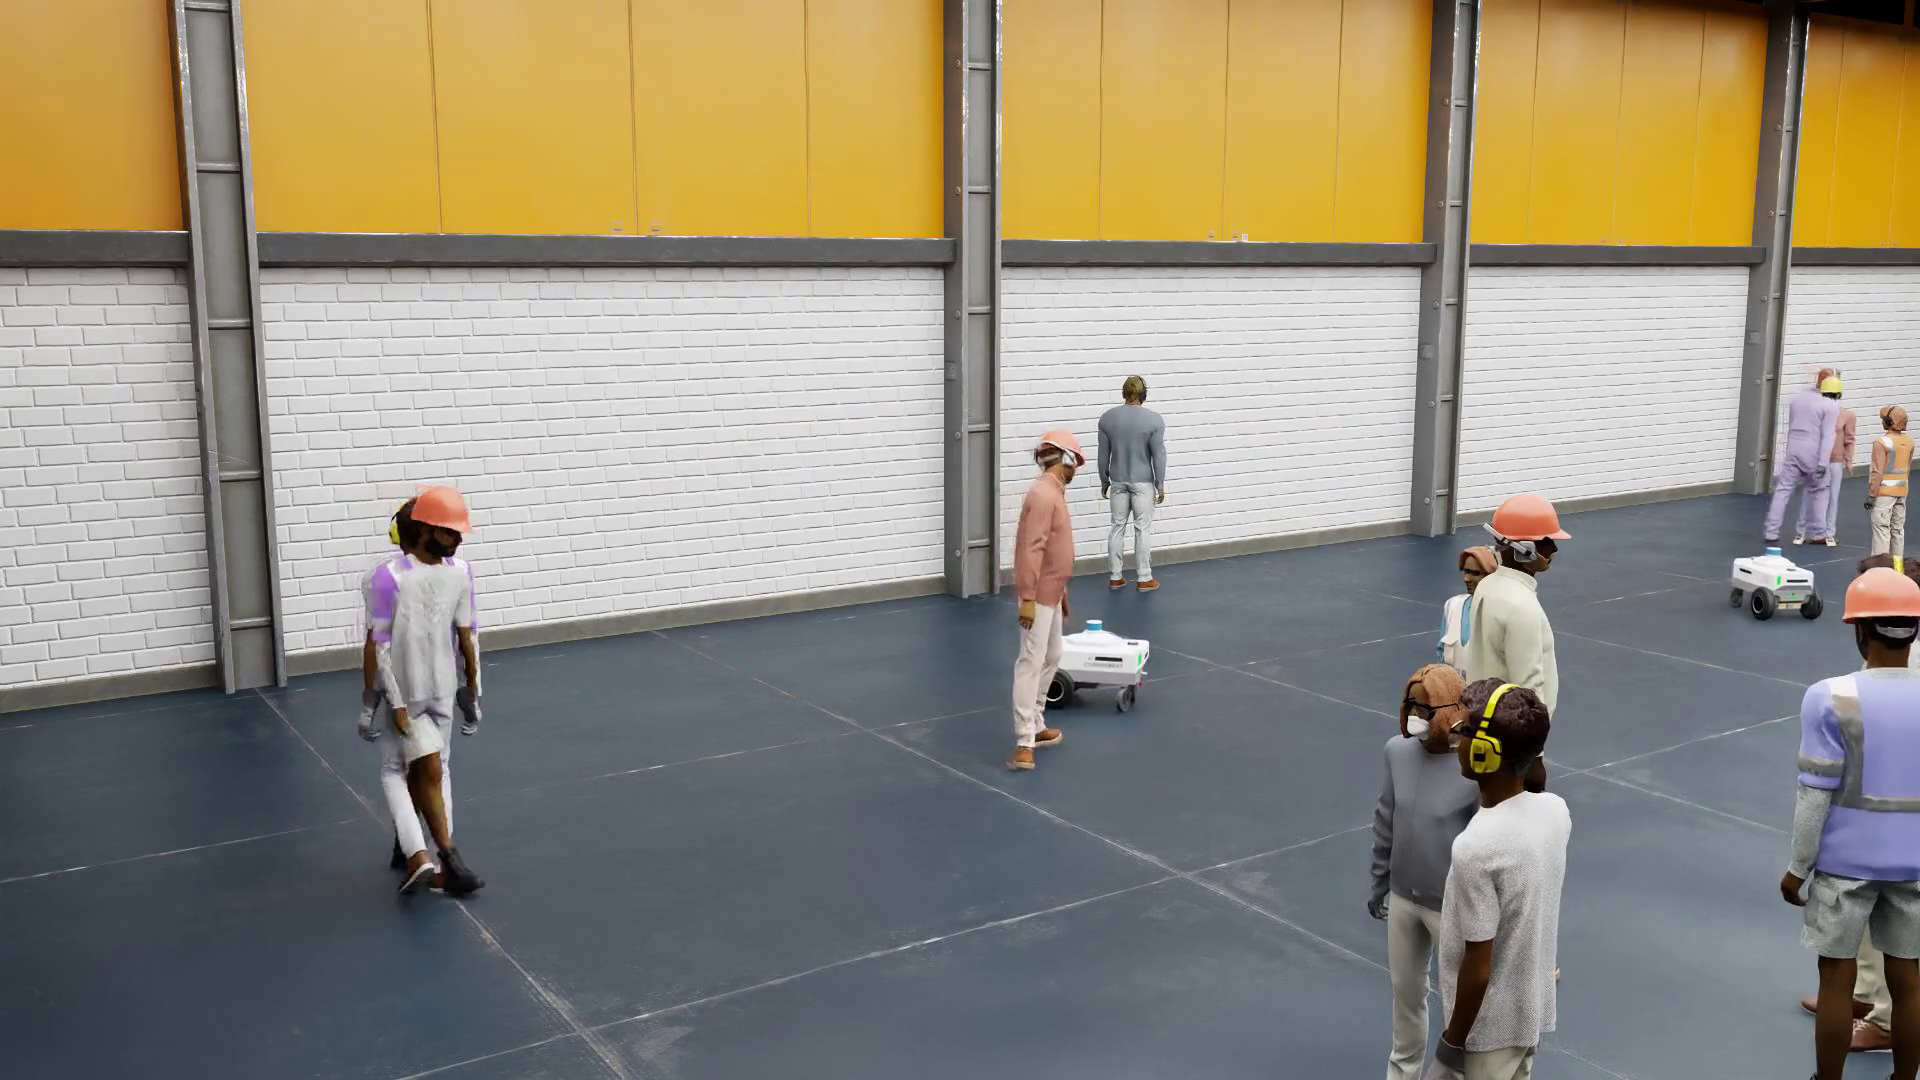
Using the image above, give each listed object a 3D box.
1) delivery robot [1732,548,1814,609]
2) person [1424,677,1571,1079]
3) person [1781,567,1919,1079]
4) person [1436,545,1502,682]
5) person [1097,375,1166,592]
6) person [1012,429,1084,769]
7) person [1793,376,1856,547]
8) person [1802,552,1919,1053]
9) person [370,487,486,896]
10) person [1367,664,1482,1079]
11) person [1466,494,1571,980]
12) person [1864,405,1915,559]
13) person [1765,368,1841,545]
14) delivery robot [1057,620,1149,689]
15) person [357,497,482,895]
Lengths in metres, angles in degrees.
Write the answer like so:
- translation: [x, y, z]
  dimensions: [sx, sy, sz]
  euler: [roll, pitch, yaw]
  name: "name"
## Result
- translation: [6.764, 0.306, 13.847]
  dimensions: [0.477, 0.478, 0.707]
  euler: [-1, 10, -5]
  name: "delivery robot"
- translation: [1.368, 1.275, 4.339]
  dimensions: [0.328, 1.872, 0.513]
  euler: [8, 13, 41]
  name: "person"
- translation: [3.019, 1.049, 5.531]
  dimensions: [0.543, 1.928, 0.371]
  euler: [1, 9, 3]
  name: "person"
- translation: [2.390, 0.835, 7.714]
  dimensions: [0.335, 1.636, 0.522]
  euler: [-6, 11, -32]
  name: "person"
- translation: [1.539, -0.504, 14.848]
  dimensions: [0.638, 1.938, 0.357]
  euler: [5, 11, 27]
  name: "person"
- translation: [0.495, 0.341, 9.775]
  dimensions: [0.390, 1.950, 0.769]
  euler: [2, 10, 12]
  name: "person"
- translation: [8.935, -0.807, 17.199]
  dimensions: [0.532, 1.766, 0.329]
  euler: [5, 11, 28]
  name: "person"
- translation: [3.402, 0.974, 6.173]
  dimensions: [0.309, 1.864, 0.531]
  euler: [3, 10, 17]
  name: "person"
- translation: [-2.432, 0.696, 7.754]
  dimensions: [0.839, 1.891, 0.567]
  euler: [6, 11, 30]
  name: "person"
- translation: [1.556, 1.204, 5.477]
  dimensions: [0.268, 1.632, 0.507]
  euler: [-6, 11, -34]
  name: "person"
- translation: [2.264, 0.799, 6.830]
  dimensions: [0.376, 1.995, 0.612]
  euler: [0, 9, 0]
  name: "person"
- translation: [8.454, -0.405, 15.153]
  dimensions: [0.514, 1.641, 0.308]
  euler: [-5, 11, -28]
  name: "person"
- translation: [8.794, -0.856, 17.284]
  dimensions: [0.711, 1.853, 0.654]
  euler: [-3, 10, -18]
  name: "person"
- translation: [0.889, 0.775, 11.025]
  dimensions: [0.707, 0.478, 0.477]
  euler: [2, 10, 13]
  name: "delivery robot"
- translation: [-2.484, 0.739, 7.657]
  dimensions: [0.559, 1.837, 0.556]
  euler: [-5, 11, -30]
  name: "person"
